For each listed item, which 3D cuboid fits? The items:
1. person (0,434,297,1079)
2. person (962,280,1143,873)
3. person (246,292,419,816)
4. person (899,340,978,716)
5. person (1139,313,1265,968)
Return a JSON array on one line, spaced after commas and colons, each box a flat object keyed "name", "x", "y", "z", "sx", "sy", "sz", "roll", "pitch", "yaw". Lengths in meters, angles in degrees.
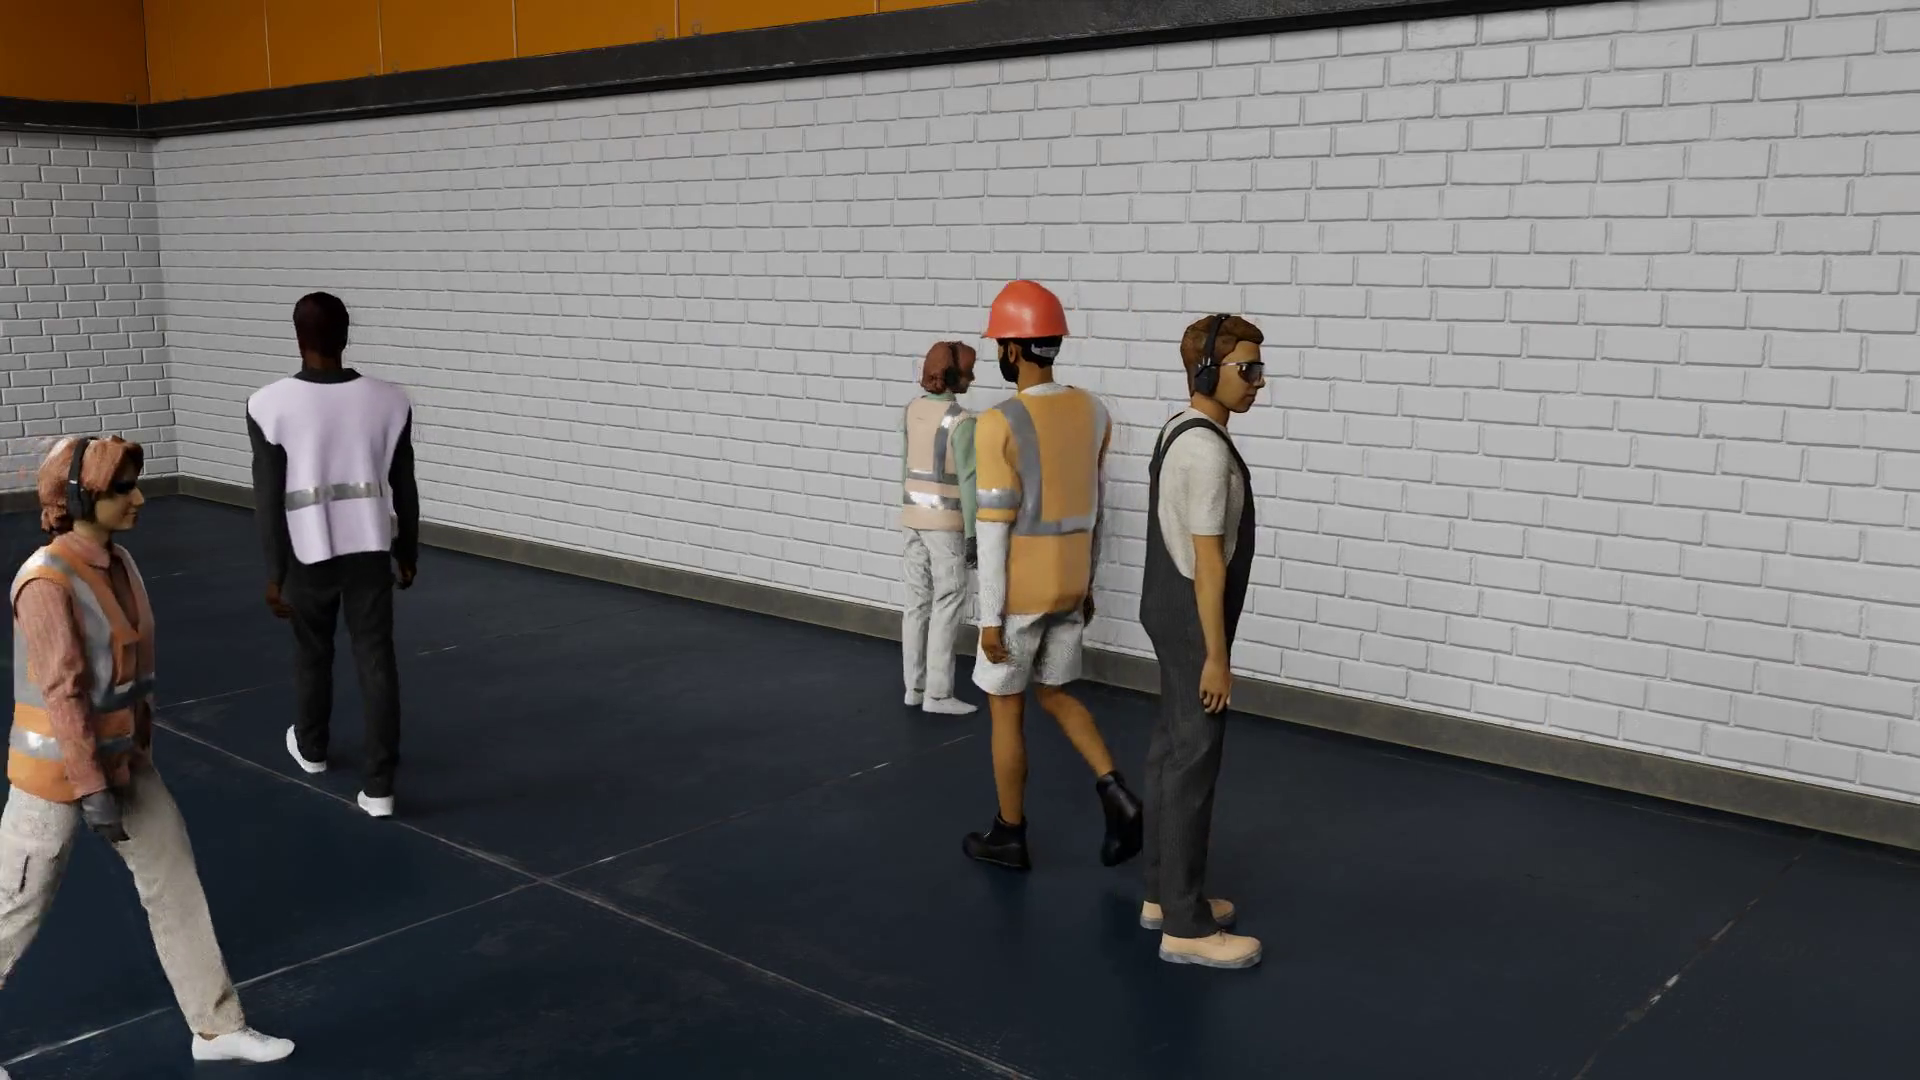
[{"name": "person", "x": -2.132, "y": 0.541, "z": 3.966, "sx": 0.864, "sy": 1.594, "sz": 0.495, "roll": 0, "pitch": 10, "yaw": -1}, {"name": "person", "x": 0.273, "y": 0.153, "z": 5.242, "sx": 0.558, "sy": 1.926, "sz": 0.628, "roll": -9, "pitch": 13, "yaw": -40}, {"name": "person", "x": -2.288, "y": 0.030, "z": 6.122, "sx": 0.608, "sy": 1.856, "sz": 1.023, "roll": -7, "pitch": 12, "yaw": -34}, {"name": "person", "x": -0.094, "y": -0.046, "z": 7.252, "sx": 0.345, "sy": 1.624, "sz": 0.537, "roll": -7, "pitch": 12, "yaw": -36}, {"name": "person", "x": 0.689, "y": 0.281, "z": 4.749, "sx": 0.345, "sy": 1.842, "sz": 0.500, "roll": 0, "pitch": 10, "yaw": -2}]
